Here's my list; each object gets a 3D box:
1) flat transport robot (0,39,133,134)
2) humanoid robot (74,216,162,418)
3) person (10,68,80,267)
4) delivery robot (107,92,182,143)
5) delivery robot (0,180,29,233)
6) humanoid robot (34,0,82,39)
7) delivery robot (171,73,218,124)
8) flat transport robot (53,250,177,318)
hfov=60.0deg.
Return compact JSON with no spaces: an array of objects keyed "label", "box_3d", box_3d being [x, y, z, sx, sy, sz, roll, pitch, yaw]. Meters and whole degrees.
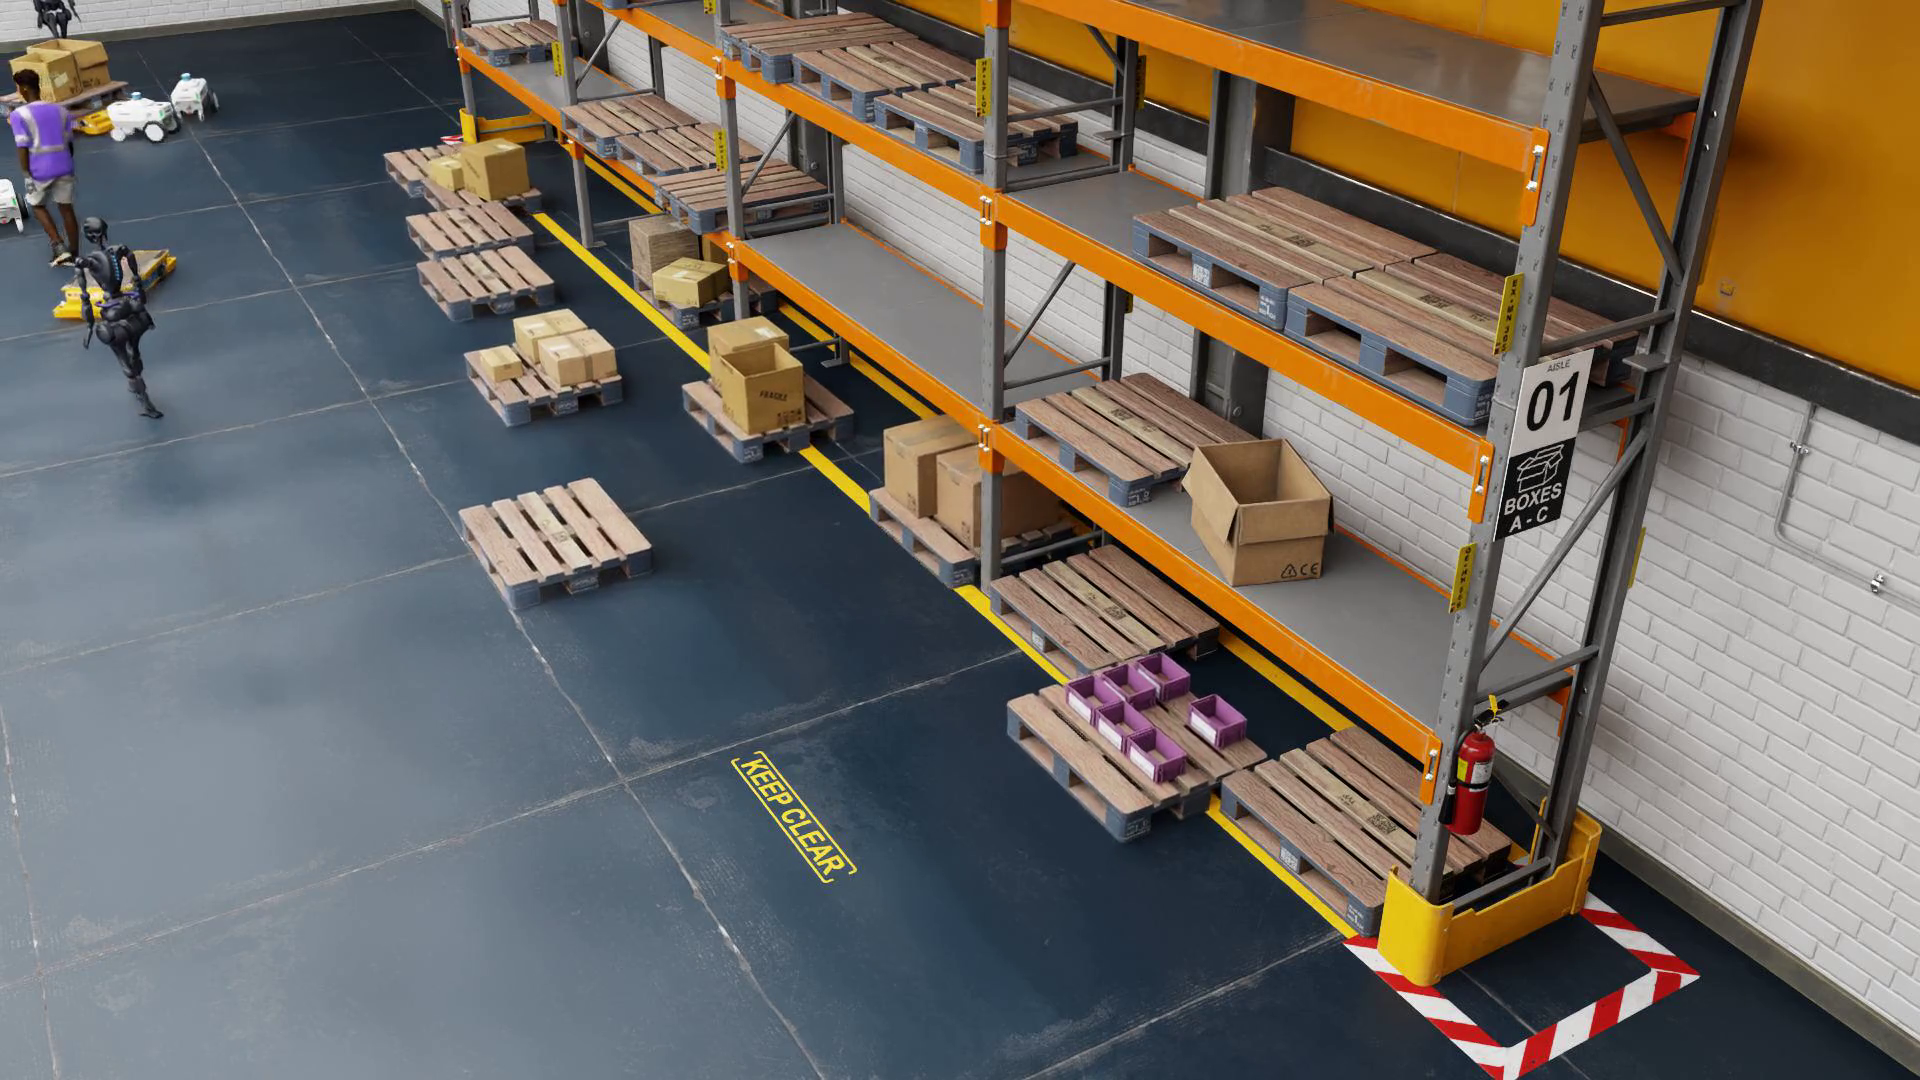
[{"label":"flat transport robot","box_3d":[-11.290,-5.387,21.142,1.431,0.231,0.659,9,31,16]},{"label":"humanoid robot","box_3d":[-6.822,-1.797,13.390,0.632,1.642,0.603,15,33,24]},{"label":"person","box_3d":[-8.988,-3.649,16.391,0.507,1.927,0.664,18,34,29]},{"label":"delivery robot","box_3d":[-10.080,-5.216,20.570,0.790,0.614,0.499,1,30,1]},{"label":"delivery robot","box_3d":[-10.195,-3.579,17.638,0.499,0.572,0.747,-16,33,-26]},{"label":"humanoid robot","box_3d":[-12.651,-7.405,23.297,0.667,1.640,0.589,20,35,31]},{"label":"delivery robot","box_3d":[-9.890,-5.691,21.408,0.499,0.613,0.807,-7,30,-12]},{"label":"flat transport robot","box_3d":[-8.125,-2.488,16.023,0.659,0.231,1.431,-2,30,-4]}]
